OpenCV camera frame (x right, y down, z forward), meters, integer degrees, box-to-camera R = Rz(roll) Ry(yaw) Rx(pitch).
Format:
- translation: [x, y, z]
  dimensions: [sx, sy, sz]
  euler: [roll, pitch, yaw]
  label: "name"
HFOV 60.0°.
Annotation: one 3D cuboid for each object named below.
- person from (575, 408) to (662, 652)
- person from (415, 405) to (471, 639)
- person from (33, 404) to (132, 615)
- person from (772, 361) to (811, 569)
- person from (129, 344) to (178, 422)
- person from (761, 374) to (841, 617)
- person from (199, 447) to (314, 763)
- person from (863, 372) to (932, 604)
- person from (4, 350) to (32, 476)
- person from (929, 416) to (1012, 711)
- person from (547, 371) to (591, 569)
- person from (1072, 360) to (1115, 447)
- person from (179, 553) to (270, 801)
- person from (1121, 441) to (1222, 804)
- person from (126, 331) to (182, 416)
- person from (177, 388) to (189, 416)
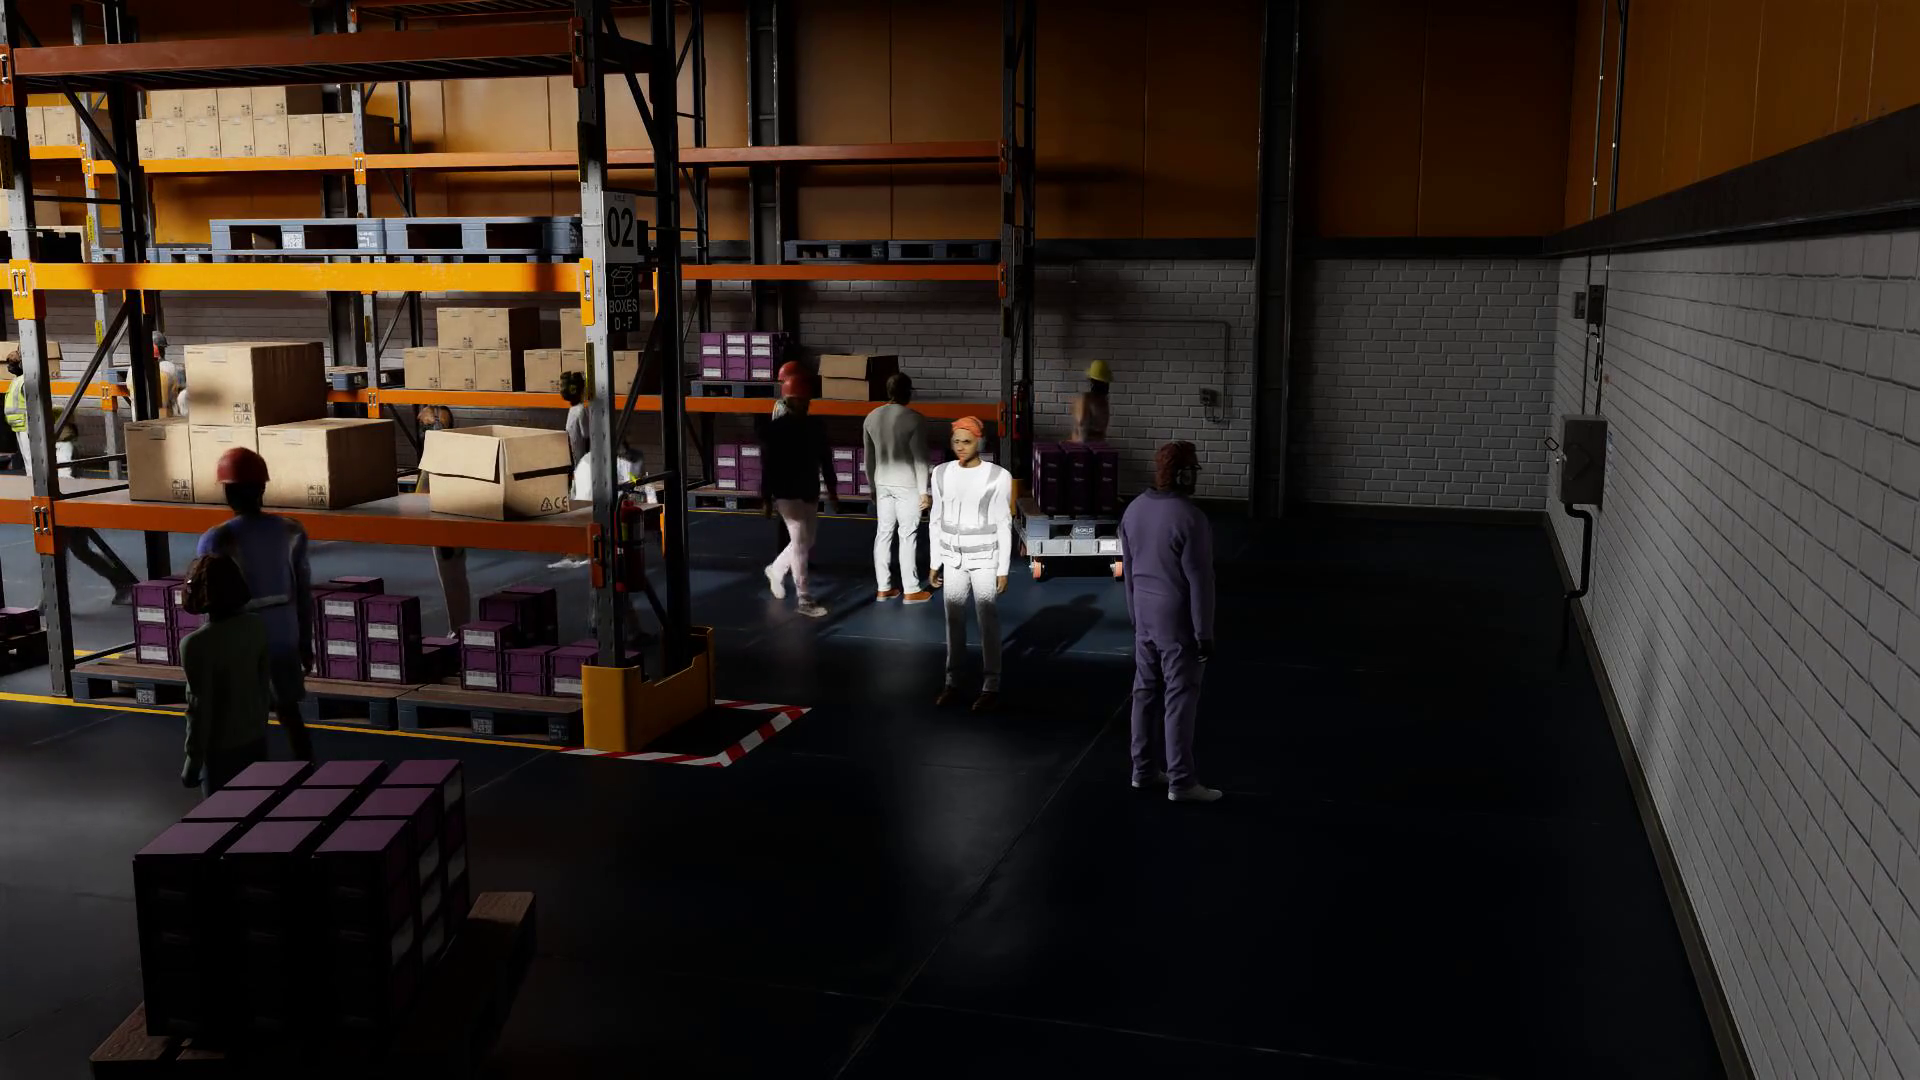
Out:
- translation: [-2.485, -0.078, 12.229]
  dimensions: [0.921, 1.777, 0.602]
  euler: [6, 11, 34]
  label: "person"
- translation: [-3.689, -0.051, 11.924]
  dimensions: [0.428, 1.836, 0.626]
  euler: [-3, 10, -16]
  label: "person"
- translation: [-7.223, -0.257, 13.541]
  dimensions: [0.817, 1.715, 0.495]
  euler: [-5, 10, -26]
  label: "person"
- translation: [-1.576, -0.702, 15.570]
  dimensions: [0.379, 1.937, 0.548]
  euler: [-1, 9, -4]
  label: "person"
- translation: [-9.451, -1.352, 19.518]
  dimensions: [0.352, 1.942, 0.546]
  euler: [7, 12, 38]
  label: "person"
- translation: [-1.373, -0.391, 13.608]
  dimensions: [0.600, 1.967, 0.897]
  euler: [-9, 13, -44]
  label: "person"
- translation: [-3.472, 0.505, 8.216]
  dimensions: [0.377, 1.934, 0.553]
  euler: [7, 12, 37]
  label: "person"
- translation: [-0.519, -0.433, 13.924]
  dimensions: [0.628, 1.940, 0.377]
  euler: [6, 11, 34]
  label: "person"
- translation: [-11.032, -1.319, 19.661]
  dimensions: [0.429, 1.837, 0.624]
  euler: [-7, 12, -38]
  label: "person"
- translation: [0.065, 0.147, 10.585]
  dimensions: [0.578, 1.878, 0.348]
  euler: [5, 11, 28]
  label: "person"
- translation: [-3.573, -0.637, 15.547]
  dimensions: [0.718, 1.850, 0.560]
  euler: [-3, 10, -19]
  label: "person"
- translation: [1.386, -0.917, 17.095]
  dimensions: [0.903, 1.855, 0.635]
  euler: [6, 11, 34]
  label: "person"
- translation: [-3.061, 0.864, 6.953]
  dimensions: [0.280, 1.633, 0.500]
  euler: [2, 10, 12]
  label: "person"
- translation: [1.131, 0.430, 8.768]
  dimensions: [0.407, 1.908, 0.641]
  euler: [-6, 11, -33]
  label: "person"
- translation: [-9.761, -1.540, 20.361]
  dimensions: [0.683, 2.000, 0.538]
  euler: [2, 10, 12]
  label: "person"
- translation: [-8.087, -1.004, 17.838]
  dimensions: [0.930, 1.797, 0.521]
  euler: [3, 10, 20]
  label: "person"
